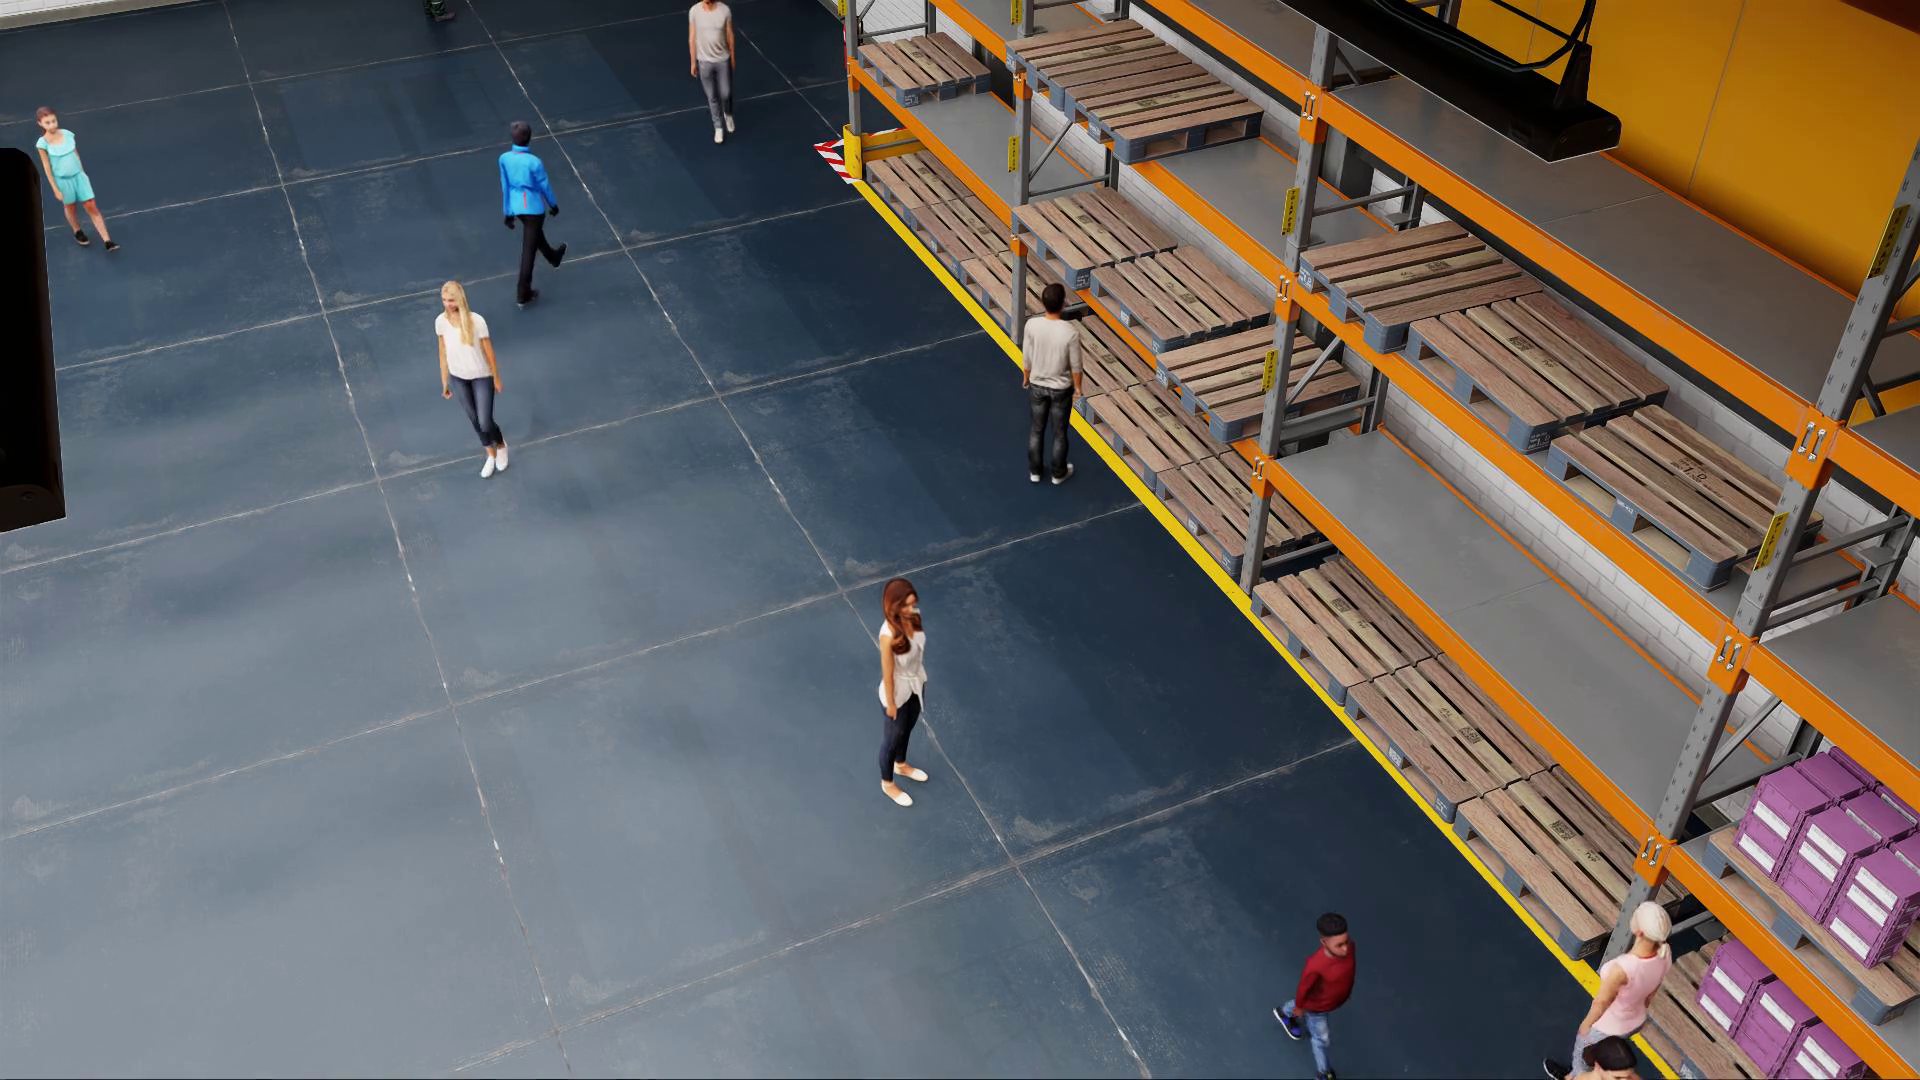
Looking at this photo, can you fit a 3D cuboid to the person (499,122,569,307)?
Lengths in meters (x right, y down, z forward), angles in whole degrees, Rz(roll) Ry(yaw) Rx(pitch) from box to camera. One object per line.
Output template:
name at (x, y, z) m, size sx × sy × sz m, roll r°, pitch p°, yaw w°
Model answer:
person at (-4.144, -3.048, 15.781) m, size 1.178 × 1.742 × 1.166 m, roll 15°, pitch 41°, yaw 18°

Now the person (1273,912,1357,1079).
person at (1.975, 2.484, 9.261) m, size 0.617 × 1.233 × 0.904 m, roll -24°, pitch 45°, yaw -27°

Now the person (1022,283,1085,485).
person at (0.734, -1.256, 13.482) m, size 0.722 × 1.810 × 0.777 m, roll 12°, pitch 40°, yaw 15°

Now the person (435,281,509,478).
person at (-3.950, -1.355, 13.616) m, size 0.729 × 1.799 × 0.776 m, roll 7°, pitch 39°, yaw 9°

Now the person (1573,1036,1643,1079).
person at (2.995, 2.944, 8.248) m, size 0.641 × 1.780 × 1.079 m, roll -13°, pitch 40°, yaw -16°

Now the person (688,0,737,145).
person at (-2.759, -5.402, 18.615) m, size 0.787 × 1.885 × 0.827 m, roll -3°, pitch 39°, yaw -4°

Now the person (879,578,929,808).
person at (-0.385, 0.953, 10.738) m, size 0.713 × 1.784 × 0.681 m, roll 18°, pitch 42°, yaw 21°

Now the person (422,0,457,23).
person at (-6.930, -7.646, 21.462) m, size 0.813 × 1.839 × 0.655 m, roll -29°, pitch 47°, yaw -31°

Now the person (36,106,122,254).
person at (-8.970, -3.618, 16.678) m, size 1.093 × 1.514 × 0.806 m, roll 30°, pitch 47°, yaw 32°

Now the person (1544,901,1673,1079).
person at (3.498, 2.583, 8.755) m, size 0.553 × 1.710 × 0.975 m, roll -17°, pitch 42°, yaw -20°
